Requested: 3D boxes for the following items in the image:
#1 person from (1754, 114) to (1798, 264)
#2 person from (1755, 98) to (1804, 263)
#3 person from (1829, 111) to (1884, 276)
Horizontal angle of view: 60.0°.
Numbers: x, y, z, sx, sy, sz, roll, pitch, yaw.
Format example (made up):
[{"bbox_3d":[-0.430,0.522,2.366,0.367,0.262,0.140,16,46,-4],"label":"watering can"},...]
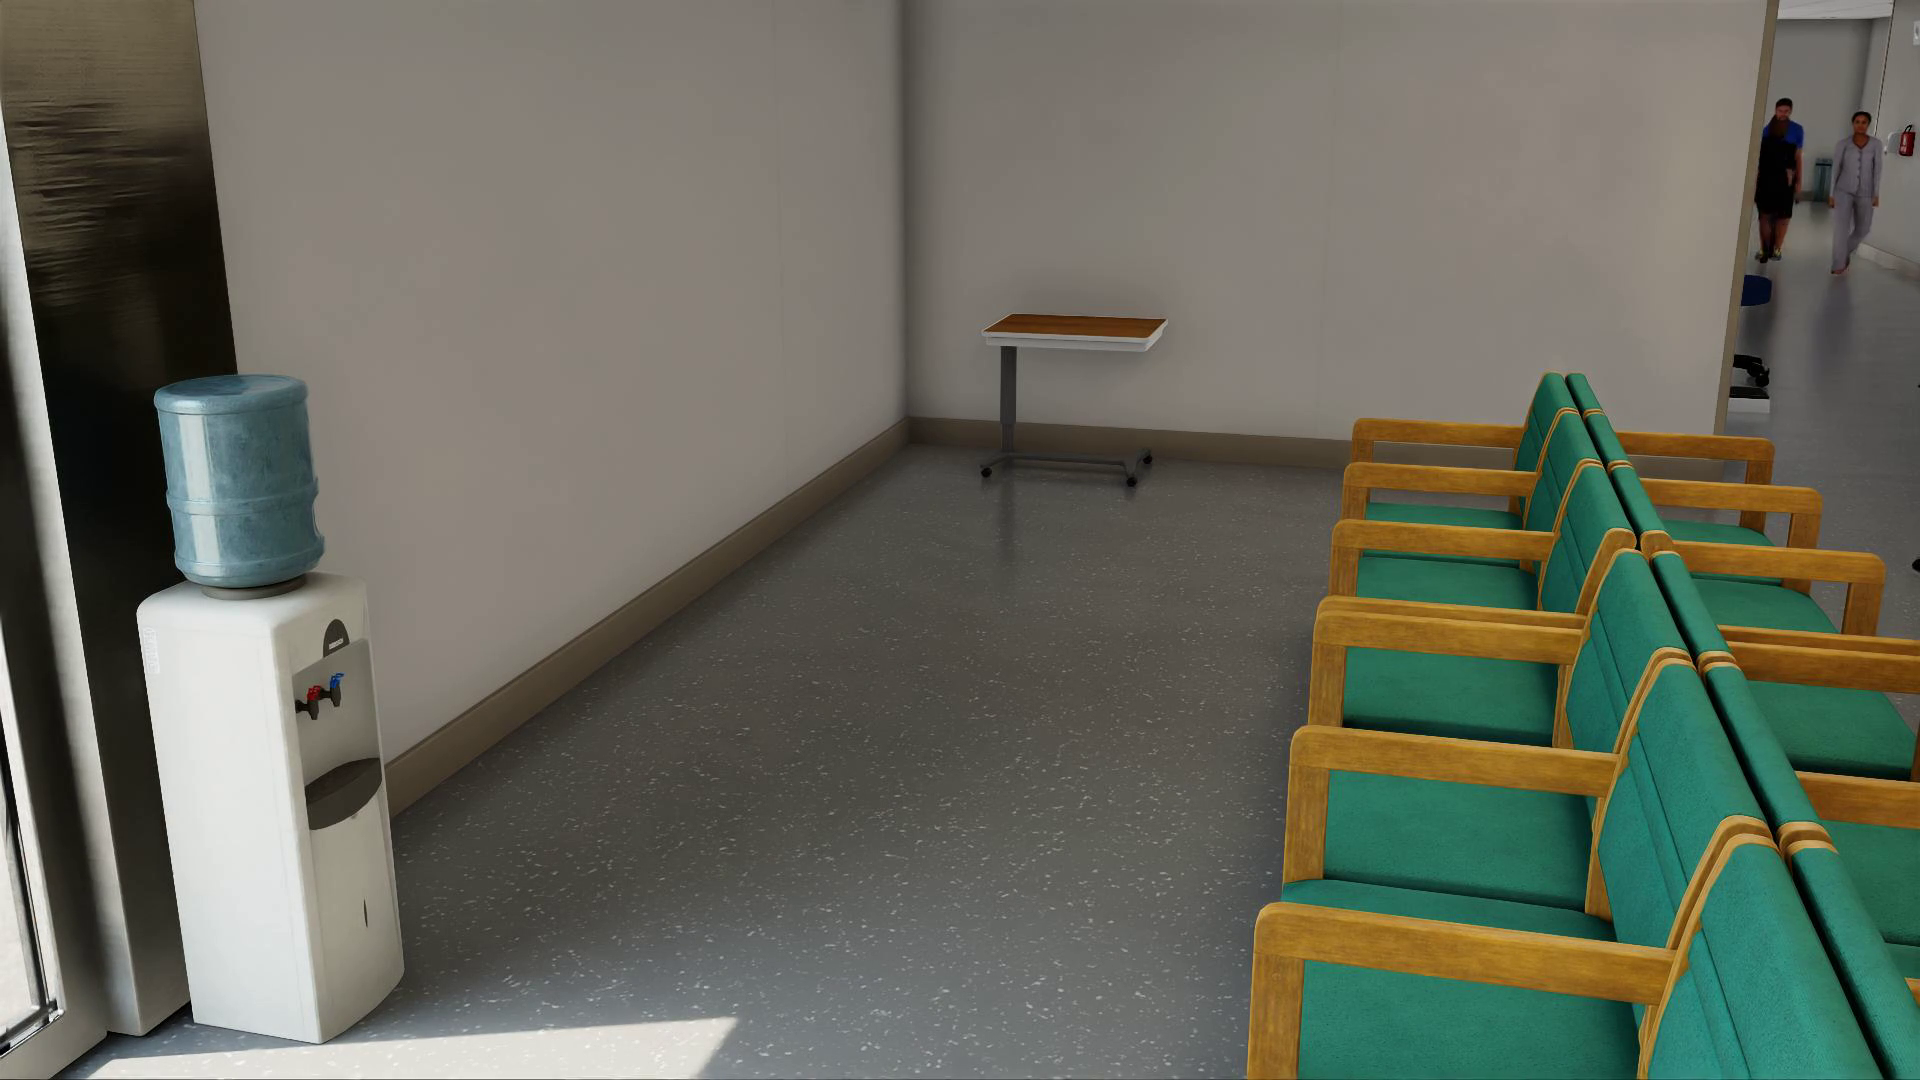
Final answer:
[{"bbox_3d":[9.228,-3.983,18.908,0.570,1.688,0.644,5,17,17],"label":"person"},{"bbox_3d":[9.391,-4.107,19.103,0.951,1.820,0.846,8,18,27],"label":"person"},{"bbox_3d":[9.674,-3.743,18.003,0.888,1.716,0.736,6,17,19],"label":"person"}]
